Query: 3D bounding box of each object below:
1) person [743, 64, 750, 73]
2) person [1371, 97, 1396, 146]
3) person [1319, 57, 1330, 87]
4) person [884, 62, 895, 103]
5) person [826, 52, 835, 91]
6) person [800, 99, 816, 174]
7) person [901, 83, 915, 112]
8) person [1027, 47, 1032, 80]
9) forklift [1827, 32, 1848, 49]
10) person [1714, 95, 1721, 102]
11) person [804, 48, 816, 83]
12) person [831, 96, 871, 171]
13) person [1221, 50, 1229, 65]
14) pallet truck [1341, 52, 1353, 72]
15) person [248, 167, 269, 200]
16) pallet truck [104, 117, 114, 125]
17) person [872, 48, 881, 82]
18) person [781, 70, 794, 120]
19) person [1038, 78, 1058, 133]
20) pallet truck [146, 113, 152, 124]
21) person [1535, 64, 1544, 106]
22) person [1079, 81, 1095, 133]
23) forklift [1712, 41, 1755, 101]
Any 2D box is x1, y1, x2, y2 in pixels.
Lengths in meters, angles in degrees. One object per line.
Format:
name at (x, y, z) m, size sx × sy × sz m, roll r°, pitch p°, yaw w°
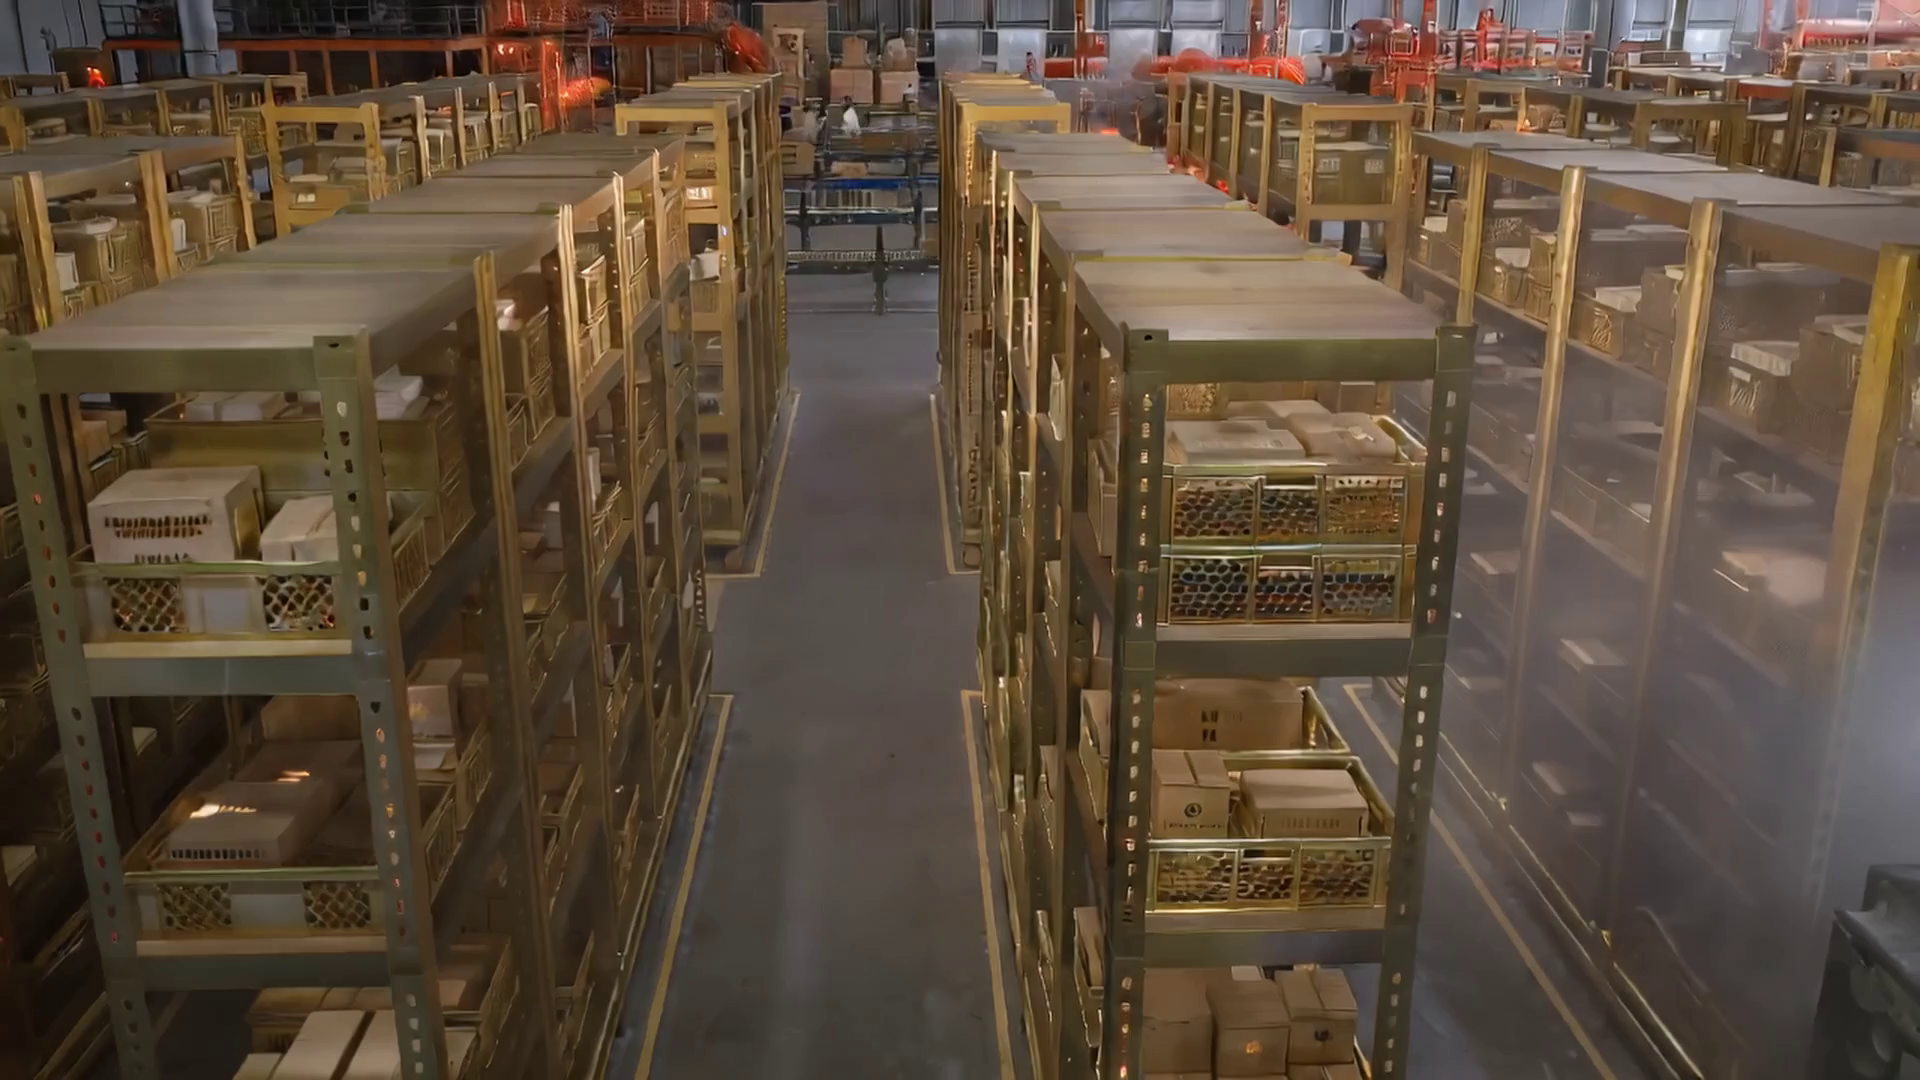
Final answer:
person at (-8.899, -19.059, 69.921) m, size 0.545 × 1.829 × 0.400 m, roll 17°, pitch 24°, yaw 42°
person at (11.281, -10.821, 44.327) m, size 0.659 × 1.893 × 0.620 m, roll 2°, pitch 18°, yaw 6°
person at (17.043, -21.673, 77.957) m, size 0.702 × 1.856 × 0.595 m, roll 12°, pitch 22°, yaw 33°
person at (-3.064, -19.227, 70.308) m, size 0.579 × 1.908 × 0.809 m, roll 16°, pitch 24°, yaw 40°
person at (-6.584, -23.772, 84.382) m, size 0.383 × 1.915 × 0.596 m, roll -15°, pitch 24°, yaw -40°
person at (-4.038, -10.486, 43.261) m, size 0.735 × 1.911 × 0.556 m, roll 1°, pitch 18°, yaw 2°
person at (-1.719, -14.357, 55.512) m, size 0.487 × 1.744 × 0.294 m, roll -8°, pitch 20°, yaw -24°
person at (3.916, -27.079, 94.670) m, size 0.328 × 1.876 × 0.513 m, roll 2°, pitch 18°, yaw 6°
forklift at (46.023, -25.321, 87.619) m, size 1.129 × 2.768 × 1.873 m, roll -1°, pitch 18°, yaw -2°
person at (21.679, -11.855, 47.735) m, size 0.525 × 1.769 × 0.316 m, roll -16°, pitch 24°, yaw -40°
person at (-8.484, -26.392, 92.568) m, size 1.017 × 1.861 × 0.614 m, roll -6°, pitch 19°, yaw -18°
person at (-2.842, -10.578, 43.455) m, size 1.077 × 1.992 × 0.609 m, roll 4°, pitch 18°, yaw 13°
person at (14.717, -26.461, 92.880) m, size 0.917 × 1.811 × 0.623 m, roll 12°, pitch 21°, yaw 33°
pallet truck at (18.794, -23.123, 82.231) m, size 0.823 × 1.965 × 1.885 m, roll -13°, pitch 22°, yaw -35°
person at (-13.613, -6.937, 32.514) m, size 0.530 × 1.768 × 0.312 m, roll 0°, pitch 18°, yaw -1°
pallet truck at (-18.367, -7.885, 35.078) m, size 1.885 × 1.965 × 0.823 m, roll 1°, pitch 18°, yaw 2°
person at (-4.653, -26.757, 93.669) m, size 0.639 × 1.894 × 0.693 m, roll 13°, pitch 22°, yaw 34°
person at (-6.531, -16.978, 63.494) m, size 0.928 × 1.835 × 0.586 m, roll -14°, pitch 23°, yaw -37°
person at (2.855, -14.101, 54.386) m, size 0.691 × 1.956 × 0.641 m, roll 0°, pitch 18°, yaw 0°
pallet truck at (-18.087, -8.309, 36.390) m, size 1.885 × 1.965 × 0.823 m, roll -1°, pitch 18°, yaw -4°
person at (24.084, -18.867, 69.290) m, size 0.511 × 1.860 × 0.325 m, roll -9°, pitch 20°, yaw -26°
person at (4.145, -14.091, 54.543) m, size 0.588 × 1.835 × 0.403 m, roll -15°, pitch 23°, yaw -38°
forklift at (31.079, -18.508, 66.536) m, size 1.129 × 2.768 × 1.873 m, roll -1°, pitch 18°, yaw -2°
